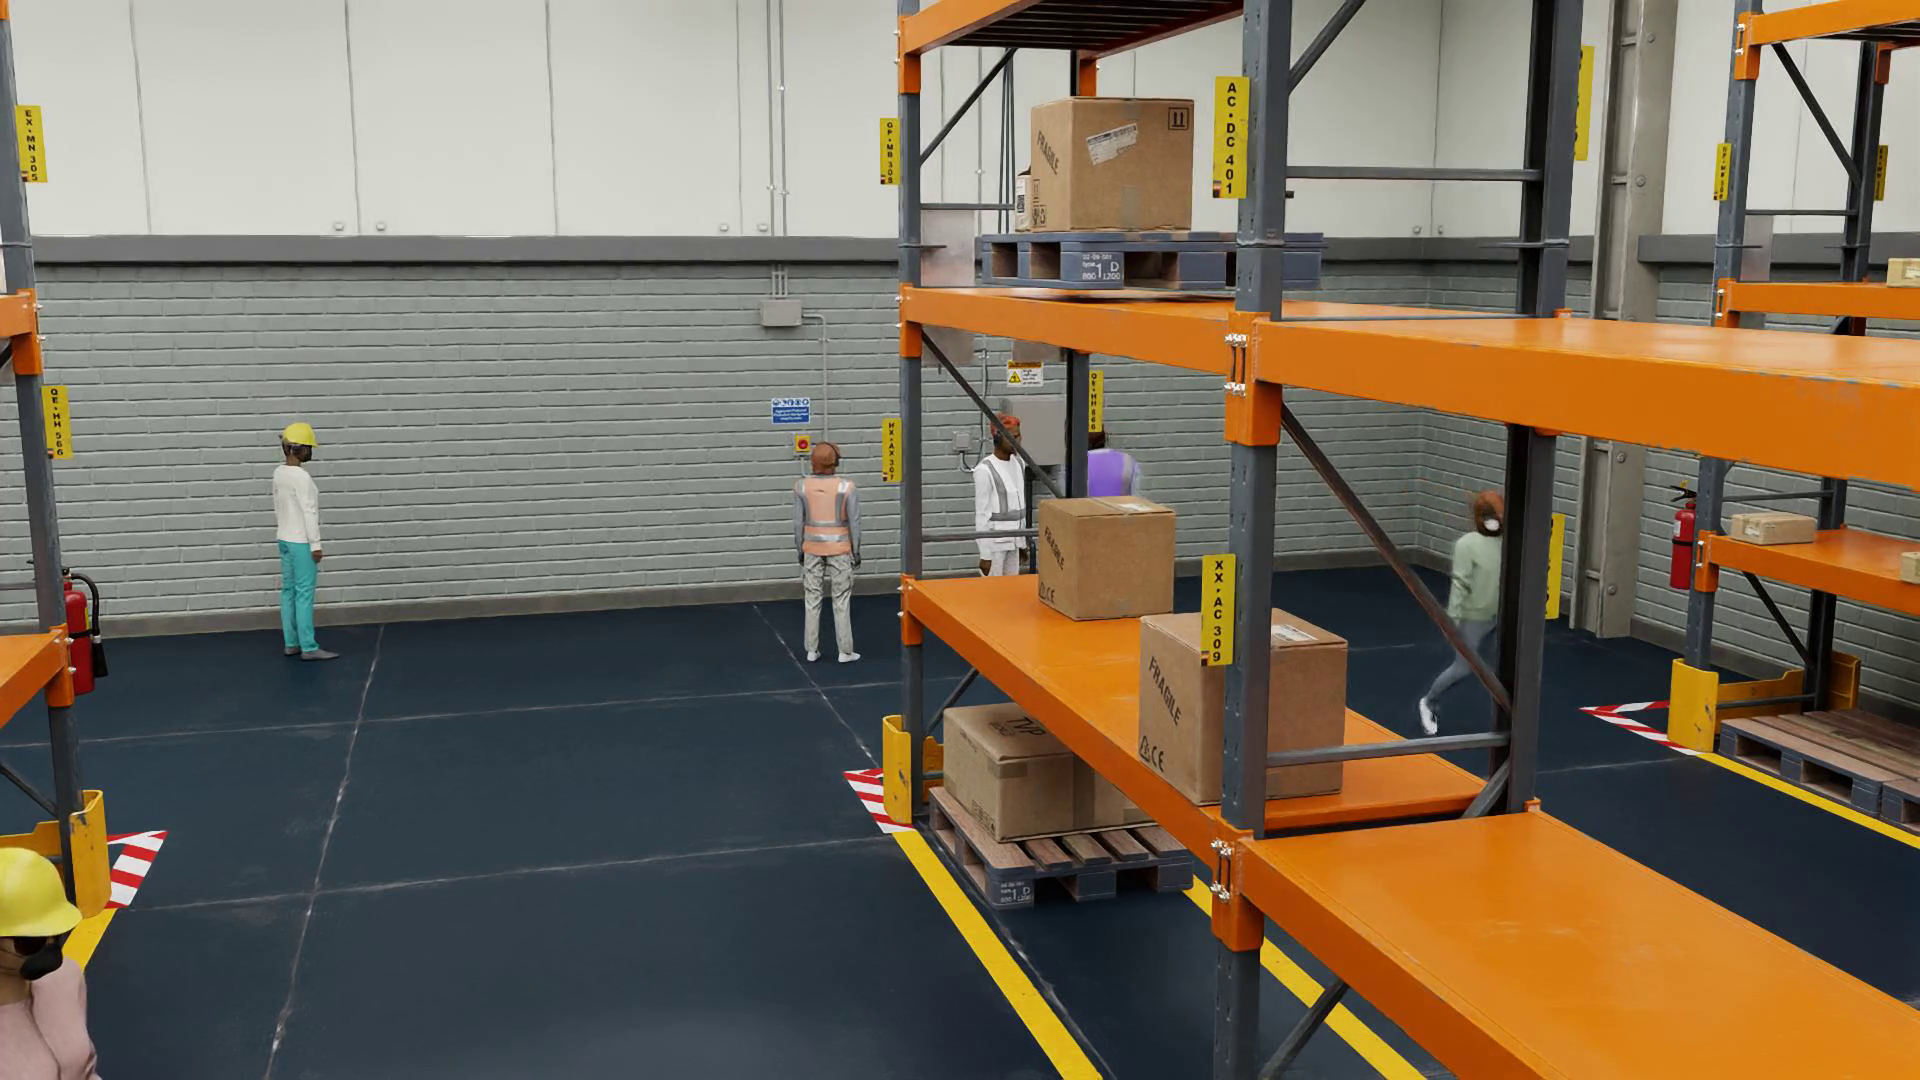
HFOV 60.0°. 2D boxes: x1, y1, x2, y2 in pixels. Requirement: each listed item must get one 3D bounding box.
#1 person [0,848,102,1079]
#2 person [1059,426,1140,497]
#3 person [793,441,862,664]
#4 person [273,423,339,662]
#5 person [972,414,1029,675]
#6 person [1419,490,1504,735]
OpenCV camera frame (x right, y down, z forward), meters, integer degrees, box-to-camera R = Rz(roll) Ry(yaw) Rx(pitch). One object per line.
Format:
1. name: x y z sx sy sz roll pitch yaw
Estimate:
1. person: -2.064 1.525 3.705 0.349 1.759 0.518 0 10 2
2. person: 1.039 0.000 12.251 0.643 1.804 0.697 -3 10 -14
3. person: -0.965 0.097 12.152 0.514 1.645 0.308 2 10 13
4. person: -4.860 0.016 12.289 0.523 1.760 0.327 9 14 43
5. person: 0.290 0.040 11.826 0.353 1.879 0.568 6 11 30
6. person: 3.204 0.471 10.160 0.541 1.601 0.719 -3 10 -15
